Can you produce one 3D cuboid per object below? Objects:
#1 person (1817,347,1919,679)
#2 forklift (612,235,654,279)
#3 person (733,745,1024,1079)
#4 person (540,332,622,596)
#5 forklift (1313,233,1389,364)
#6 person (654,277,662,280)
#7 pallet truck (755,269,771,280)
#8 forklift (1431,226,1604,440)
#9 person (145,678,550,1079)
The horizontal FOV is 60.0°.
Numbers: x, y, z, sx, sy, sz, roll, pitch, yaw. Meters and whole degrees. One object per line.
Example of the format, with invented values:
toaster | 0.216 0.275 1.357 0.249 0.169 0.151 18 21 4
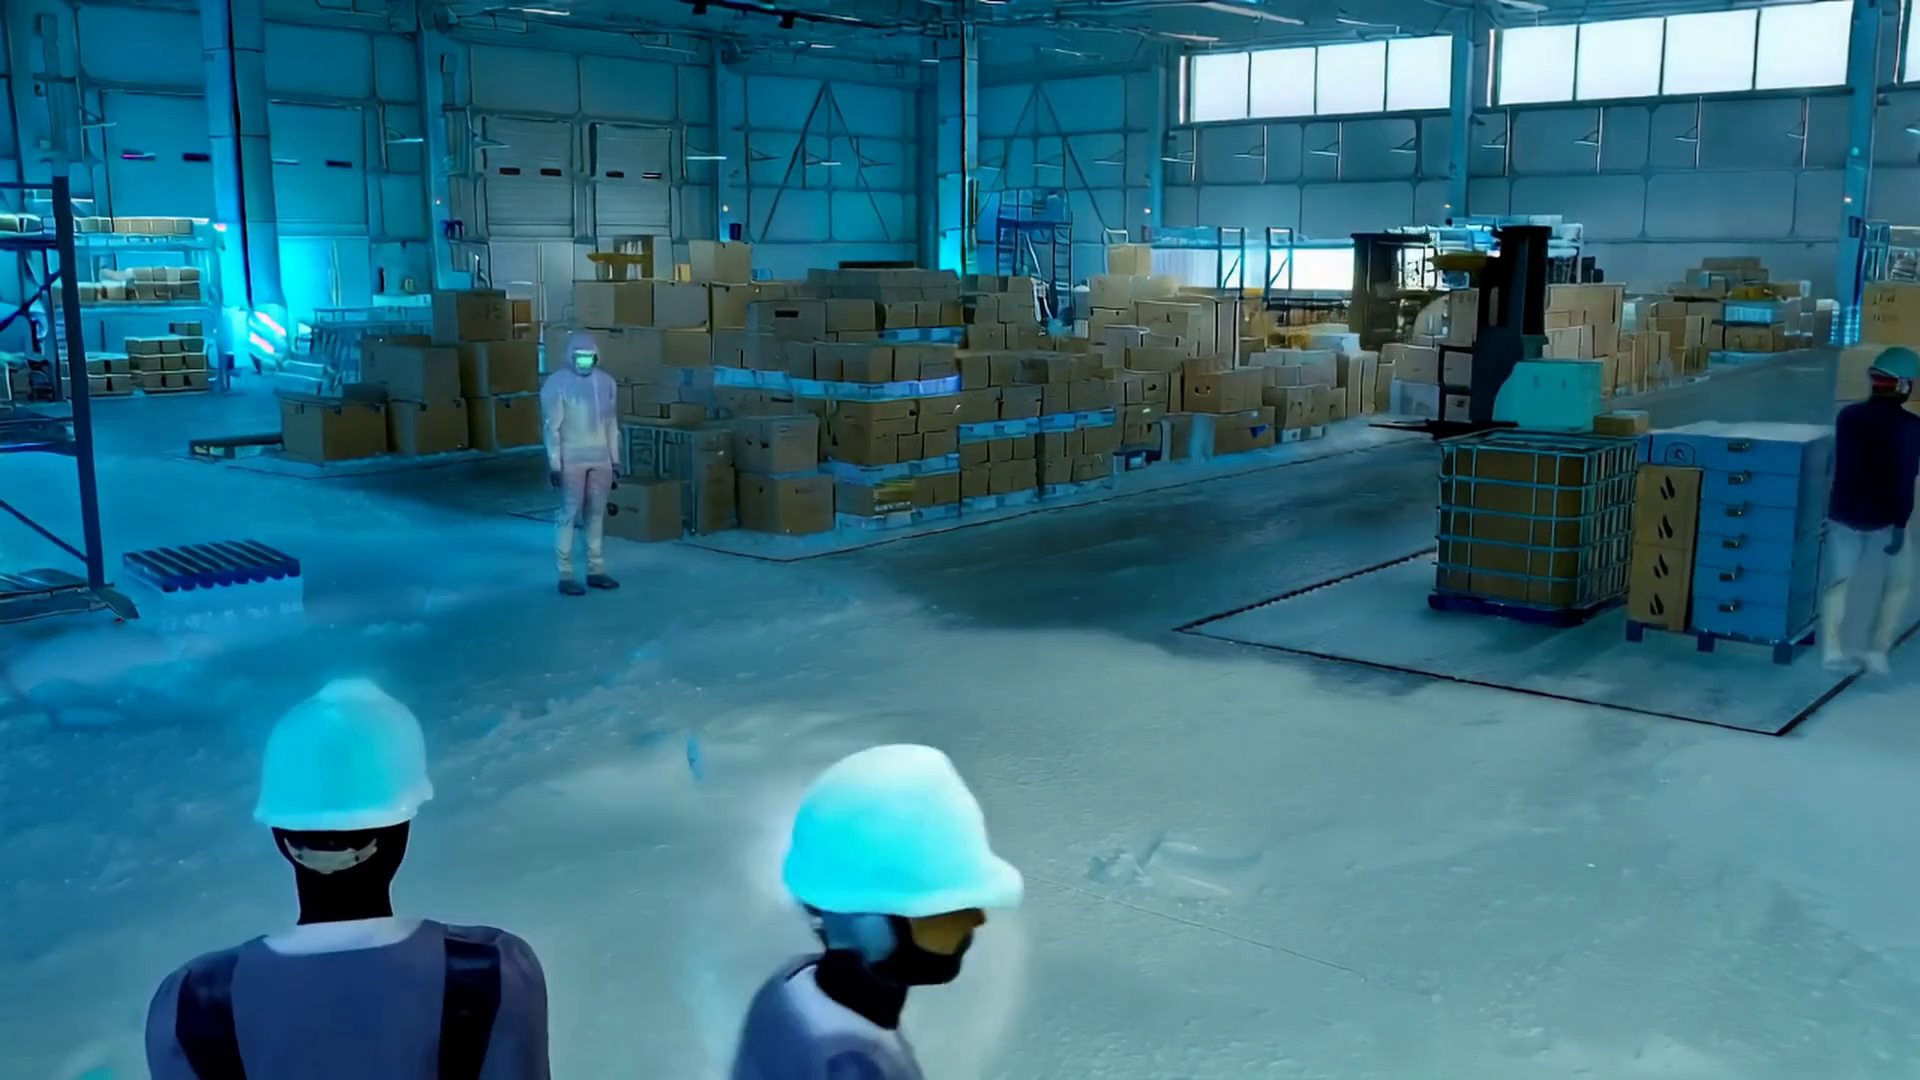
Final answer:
person | 5.367 -0.145 9.789 0.511 1.968 0.639 -4 11 -20
forklift | -7.300 -5.450 37.421 1.873 2.768 1.129 8 13 40
person | -0.062 1.200 2.299 0.559 1.921 0.570 -4 11 -21
person | -2.787 -0.569 12.321 0.375 1.936 0.627 9 14 43
forklift | 7.900 -4.533 32.202 1.873 2.768 1.129 8 13 40
person | -6.514 -4.726 36.014 0.636 1.931 0.377 -5 11 -25
pallet truck | -4.996 -6.432 45.525 1.885 1.965 0.823 -6 12 -32
forklift | 7.339 -2.688 21.696 1.873 2.768 1.129 8 13 40
person | -0.866 1.160 2.469 0.547 1.938 0.378 -2 10 -14
